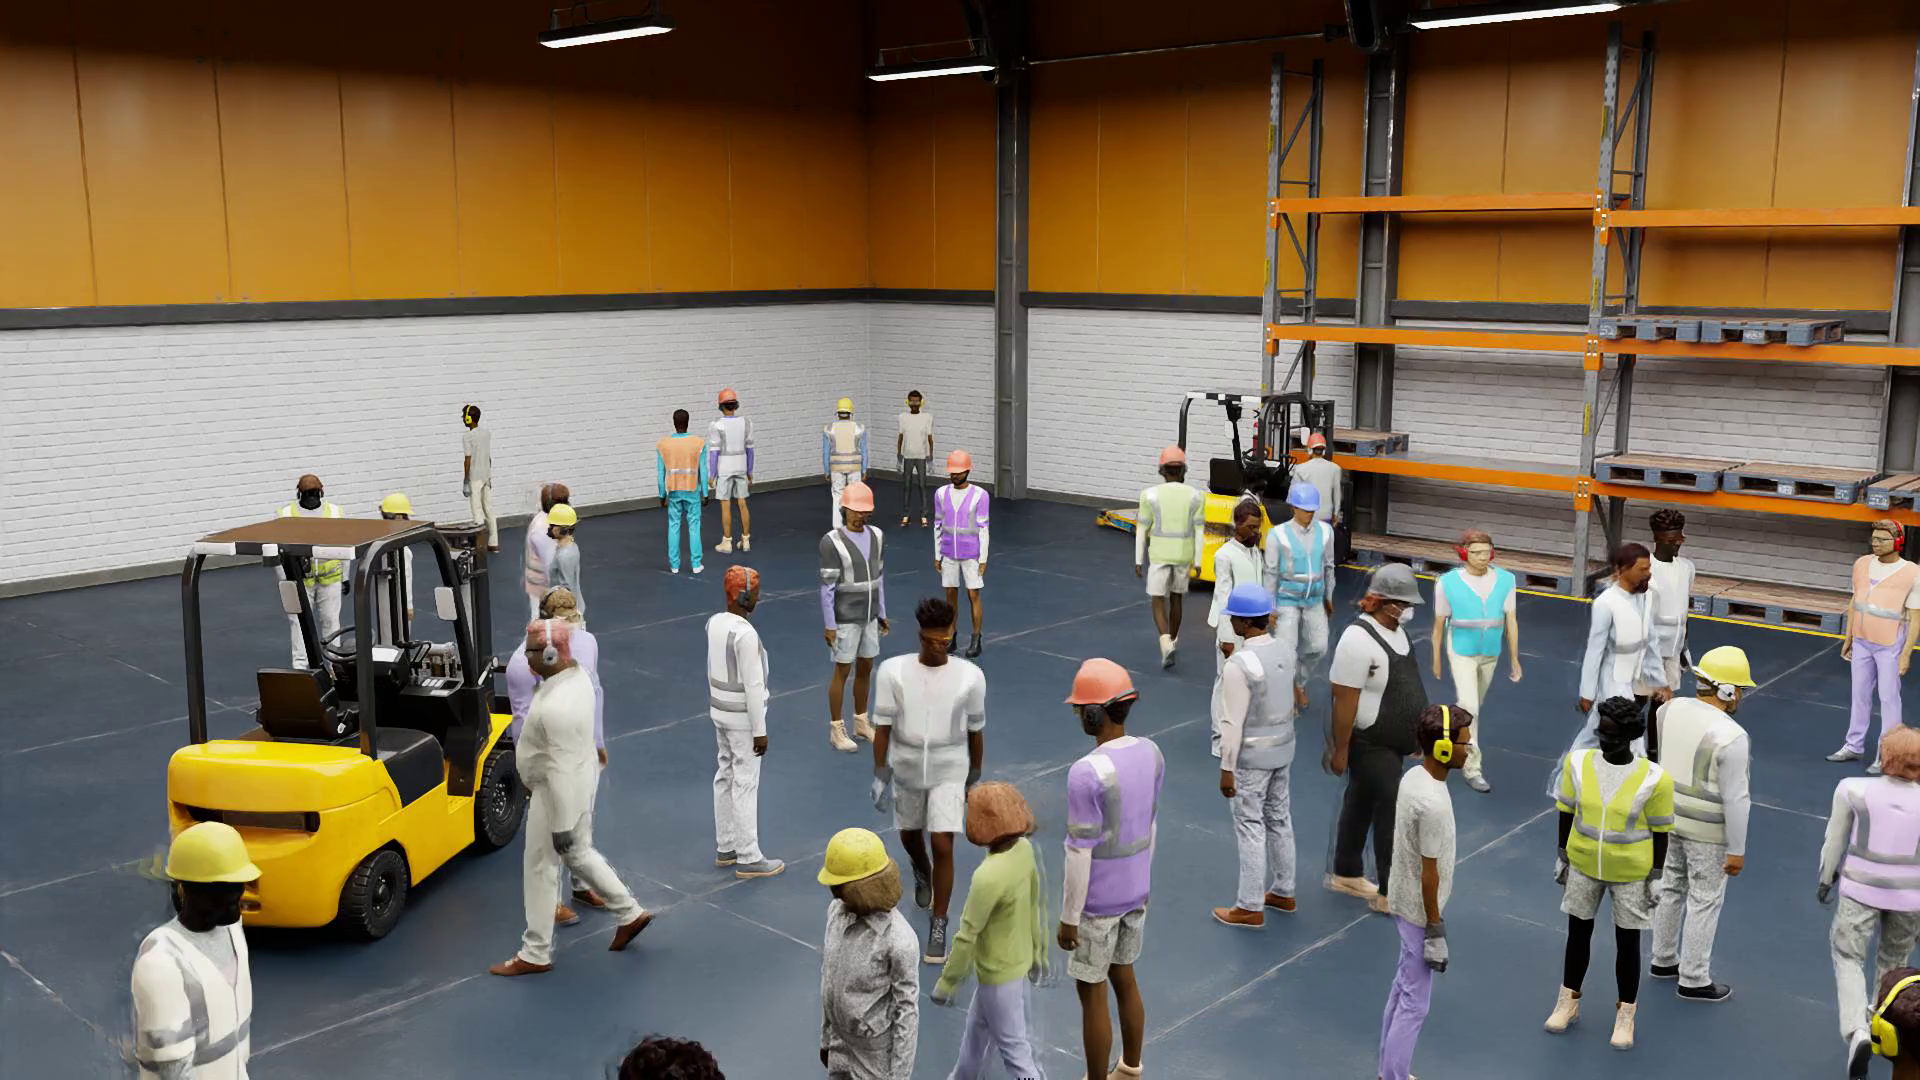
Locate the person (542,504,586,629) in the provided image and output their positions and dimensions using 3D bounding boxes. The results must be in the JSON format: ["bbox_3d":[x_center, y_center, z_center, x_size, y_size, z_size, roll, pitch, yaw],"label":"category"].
[{"bbox_3d":[-3.124,0.587,13.174,0.305,1.772,0.525,-2,10,-10],"label":"person"}]

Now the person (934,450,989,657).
[{"bbox_3d":[0.003,0.123,15.369,0.544,1.930,0.388,4,11,22],"label":"person"}]

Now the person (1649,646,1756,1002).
[{"bbox_3d":[3.716,1.417,8.325,0.403,1.817,0.603,-3,10,-15],"label":"person"}]

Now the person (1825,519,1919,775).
[{"bbox_3d":[6.633,0.758,11.980,0.390,1.846,0.565,-4,11,-22],"label":"person"}]

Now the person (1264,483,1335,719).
[{"bbox_3d":[2.730,0.489,13.304,0.674,1.924,0.472,-3,11,-18],"label":"person"}]

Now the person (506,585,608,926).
[{"bbox_3d":[-2.228,1.192,9.296,0.387,1.928,0.637,6,12,30],"label":"person"}]

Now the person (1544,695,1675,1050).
[{"bbox_3d":[3.074,1.553,7.873,0.534,1.698,0.322,8,13,38],"label":"person"}]

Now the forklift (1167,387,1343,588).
[{"bbox_3d":[3.298,-0.608,18.767,1.214,2.155,2.313,9,13,42],"label":"forklift"}]

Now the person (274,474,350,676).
[{"bbox_3d":[-5.581,0.341,14.379,0.625,1.841,0.429,-6,11,-29],"label":"person"}]

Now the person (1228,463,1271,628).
[{"bbox_3d":[2.858,0.079,16.317,0.584,1.663,0.561,4,11,19],"label":"person"}]

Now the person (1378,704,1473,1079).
[{"bbox_3d":[1.991,1.606,7.144,0.332,1.860,0.494,2,10,12],"label":"person"}]

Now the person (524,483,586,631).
[{"bbox_3d":[-3.333,0.430,13.935,0.702,1.819,0.632,1,10,4],"label":"person"}]

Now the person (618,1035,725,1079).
[{"bbox_3d":[-0.716,2.124,3.959,0.832,1.920,0.651,8,13,38],"label":"person"}]

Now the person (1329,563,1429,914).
[{"bbox_3d":[2.477,1.109,9.431,0.819,2.000,0.705,6,12,32],"label":"person"}]

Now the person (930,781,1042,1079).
[{"bbox_3d":[0.073,1.779,6.877,0.779,1.599,0.507,4,11,20],"label":"person"}]

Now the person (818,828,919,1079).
[{"bbox_3d":[-0.355,1.865,5.999,0.311,1.735,0.483,-9,13,-41],"label":"person"}]

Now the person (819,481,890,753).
[{"bbox_3d":[-0.760,0.570,12.507,0.388,2.040,0.620,9,14,43],"label":"person"}]

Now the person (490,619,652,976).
[{"bbox_3d":[-2.054,1.331,8.666,0.691,1.915,0.658,0,10,-2],"label":"person"}]

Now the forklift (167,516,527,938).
[{"bbox_3d":[-3.583,0.976,9.748,1.214,2.155,2.313,2,10,11],"label":"forklift"}]

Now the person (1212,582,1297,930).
[{"bbox_3d":[1.634,1.192,9.288,0.436,1.935,0.623,9,14,43],"label":"person"}]

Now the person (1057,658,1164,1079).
[{"bbox_3d":[0.614,1.510,7.185,0.410,2.033,0.613,8,13,37],"label":"person"}]

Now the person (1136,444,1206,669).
[{"bbox_3d":[1.900,0.148,14.995,0.619,2.016,0.870,0,10,-2],"label":"person"}]

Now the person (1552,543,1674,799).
[{"bbox_3d":[4.380,0.935,10.931,1.017,1.864,0.598,10,14,43],"label":"person"}]

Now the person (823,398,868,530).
[{"bbox_3d":[-1.491,-0.936,21.664,0.587,1.834,0.403,-1,10,-5],"label":"person"}]

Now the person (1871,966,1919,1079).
[{"bbox_3d":[2.516,2.064,4.514,0.505,1.864,0.331,-1,10,-8],"label":"person"}]

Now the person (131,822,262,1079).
[{"bbox_3d":[-2.548,1.863,5.625,1.009,1.872,0.604,1,10,6],"label":"person"}]

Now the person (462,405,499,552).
[{"bbox_3d":[-5.933,-0.731,20.442,0.328,1.861,0.508,3,11,19],"label":"person"}]

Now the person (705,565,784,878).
[{"bbox_3d":[-1.317,1.084,10.011,0.356,1.887,0.572,-7,12,-33],"label":"person"}]

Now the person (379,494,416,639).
[{"bbox_3d":[-4.632,0.492,13.734,0.323,1.763,0.533,-8,13,-38],"label":"person"}]

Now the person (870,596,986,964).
[{"bbox_3d":[-0.162,1.228,9.074,0.603,1.931,0.921,1,10,5],"label":"person"}]

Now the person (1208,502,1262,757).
[{"bbox_3d":[2.051,0.661,12.343,0.391,1.914,0.587,6,12,31],"label":"person"}]

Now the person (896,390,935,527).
[{"bbox_3d":[-0.599,-1.110,22.564,0.540,1.869,0.317,2,10,9],"label":"person"}]

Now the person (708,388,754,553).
[{"bbox_3d":[-2.855,-0.859,20.634,0.614,2.039,0.390,-7,12,-35],"label":"person"}]

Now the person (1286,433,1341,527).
[{"bbox_3d":[3.907,-0.318,18.413,0.595,1.742,0.369,-3,10,-16],"label":"person"}]

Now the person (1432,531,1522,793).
[{"bbox_3d":[3.638,0.802,11.873,0.570,1.807,0.971,-2,10,-10],"label":"person"}]

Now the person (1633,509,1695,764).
[{"bbox_3d":[4.904,0.749,11.694,0.607,1.966,0.367,-4,11,-24],"label":"person"}]

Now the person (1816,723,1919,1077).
[{"bbox_3d":[4.218,1.641,7.597,0.525,1.617,0.670,4,11,21],"label":"person"}]

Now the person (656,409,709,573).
[{"bbox_3d":[-3.216,-0.562,19.326,0.587,1.911,0.397,0,10,0],"label":"person"}]
